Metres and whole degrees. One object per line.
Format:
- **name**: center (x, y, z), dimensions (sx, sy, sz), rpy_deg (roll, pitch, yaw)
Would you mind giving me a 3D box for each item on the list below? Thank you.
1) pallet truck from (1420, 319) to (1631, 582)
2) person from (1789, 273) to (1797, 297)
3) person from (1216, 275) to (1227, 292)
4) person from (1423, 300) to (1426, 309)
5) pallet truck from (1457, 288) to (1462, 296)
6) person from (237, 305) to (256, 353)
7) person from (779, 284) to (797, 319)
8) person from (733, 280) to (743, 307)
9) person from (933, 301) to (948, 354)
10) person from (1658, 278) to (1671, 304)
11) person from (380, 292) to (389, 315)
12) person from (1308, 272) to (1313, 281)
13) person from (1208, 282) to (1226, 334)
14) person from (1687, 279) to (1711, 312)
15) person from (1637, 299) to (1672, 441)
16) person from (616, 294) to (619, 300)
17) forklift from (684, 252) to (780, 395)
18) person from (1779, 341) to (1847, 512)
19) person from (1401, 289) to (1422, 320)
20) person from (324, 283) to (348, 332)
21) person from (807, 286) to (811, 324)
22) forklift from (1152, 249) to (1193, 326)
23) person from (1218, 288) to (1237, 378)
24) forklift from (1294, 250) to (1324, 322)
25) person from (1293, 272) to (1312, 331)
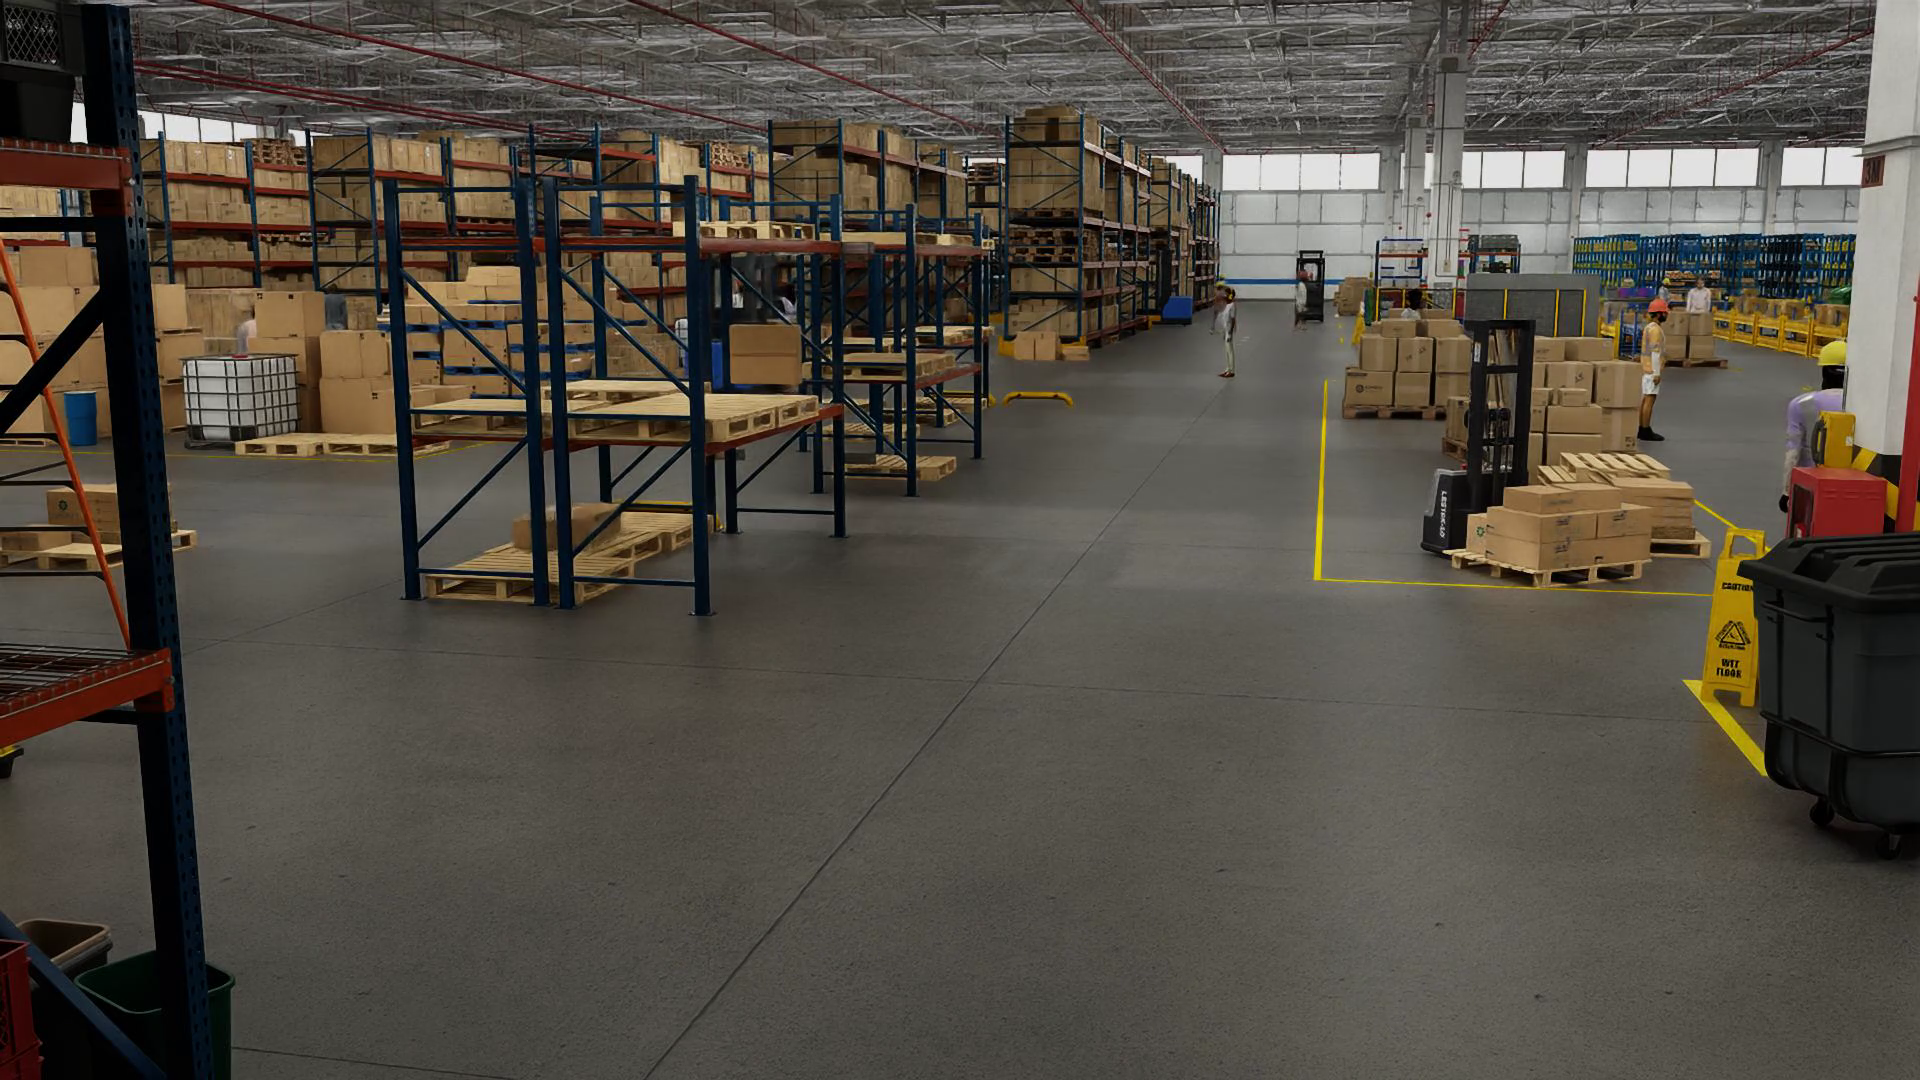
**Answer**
- **pallet truck**: center (4.543, -0.757, 13.299), dimensions (0.823, 1.965, 1.885), rpy_deg (-4, 10, -22)
- **person**: center (39.864, -11.875, 79.625), dimensions (0.600, 1.830, 0.403), rpy_deg (-4, 10, -21)
- **person**: center (12.903, -12.237, 82.110), dimensions (0.532, 1.722, 0.898), rpy_deg (3, 10, 16)
- **person**: center (15.818, -7.804, 56.136), dimensions (0.287, 1.625, 0.497), rpy_deg (-7, 12, -34)
- **pallet truck**: center (20.506, -9.785, 68.819), dimensions (0.653, 1.274, 1.630), rpy_deg (2, 10, 12)
- **person**: center (-10.296, -2.572, 24.650), dimensions (0.739, 1.799, 0.783), rpy_deg (-2, 10, -12)
- **person**: center (-3.901, -4.992, 38.670), dimensions (0.495, 1.905, 0.598), rpy_deg (8, 12, 40)
- **person**: center (-5.947, -6.145, 45.370), dimensions (0.545, 1.942, 0.352), rpy_deg (2, 10, 13)
- **person**: center (-0.482, -4.227, 34.926), dimensions (0.560, 1.619, 0.540), rpy_deg (-3, 10, -15)
- **person**: center (24.583, -8.229, 58.094), dimensions (0.403, 1.817, 0.601), rpy_deg (6, 11, 31)
- **person**: center (-13.604, -5.048, 39.589), dimensions (0.322, 1.698, 0.533), rpy_deg (-4, 10, -20)
- **person**: center (19.178, -13.771, 91.077), dimensions (0.327, 1.752, 0.562), rpy_deg (3, 10, 17)
- **person**: center (8.573, -7.645, 54.930), dimensions (0.527, 1.722, 0.920), rpy_deg (-3, 10, -19)
- **person**: center (22.361, -6.954, 50.325), dimensions (0.651, 1.893, 0.443), rpy_deg (4, 10, 20)
- **person**: center (9.503, -2.324, 22.751), dimensions (0.376, 1.935, 0.559), rpy_deg (2, 10, 10)
- **person**: center (-8.460, -5.244, 40.962), dimensions (0.525, 1.631, 0.313), rpy_deg (0, 10, 0)
- **forklift**: center (-3.934, -3.755, 28.444), dimensions (1.129, 2.768, 1.873), rpy_deg (2, 10, 12)
- **person**: center (5.854, -0.373, 11.228), dimensions (0.584, 1.928, 0.374), rpy_deg (2, 10, 10)
- **person**: center (7.834, -3.377, 28.912), dimensions (0.369, 1.963, 0.609), rpy_deg (6, 11, 32)
- **person**: center (-14.461, -4.964, 38.415), dimensions (0.629, 1.931, 0.374), rpy_deg (-1, 10, -8)
- **person**: center (-5.648, -9.156, 64.138), dimensions (0.494, 1.624, 0.280), rpy_deg (0, 10, -1)
- **forklift**: center (7.646, -9.320, 61.395), dimensions (1.873, 2.768, 1.129), rpy_deg (2, 10, 11)
- **person**: center (5.630, -4.343, 34.900), dimensions (0.328, 1.877, 0.513), rpy_deg (0, 10, -3)
- **forklift**: center (13.778, -10.002, 65.433), dimensions (1.129, 2.768, 1.873), rpy_deg (2, 10, 12)
- **person**: center (11.840, -8.171, 57.137), dimensions (0.780, 2.014, 0.610), rpy_deg (3, 10, 15)
